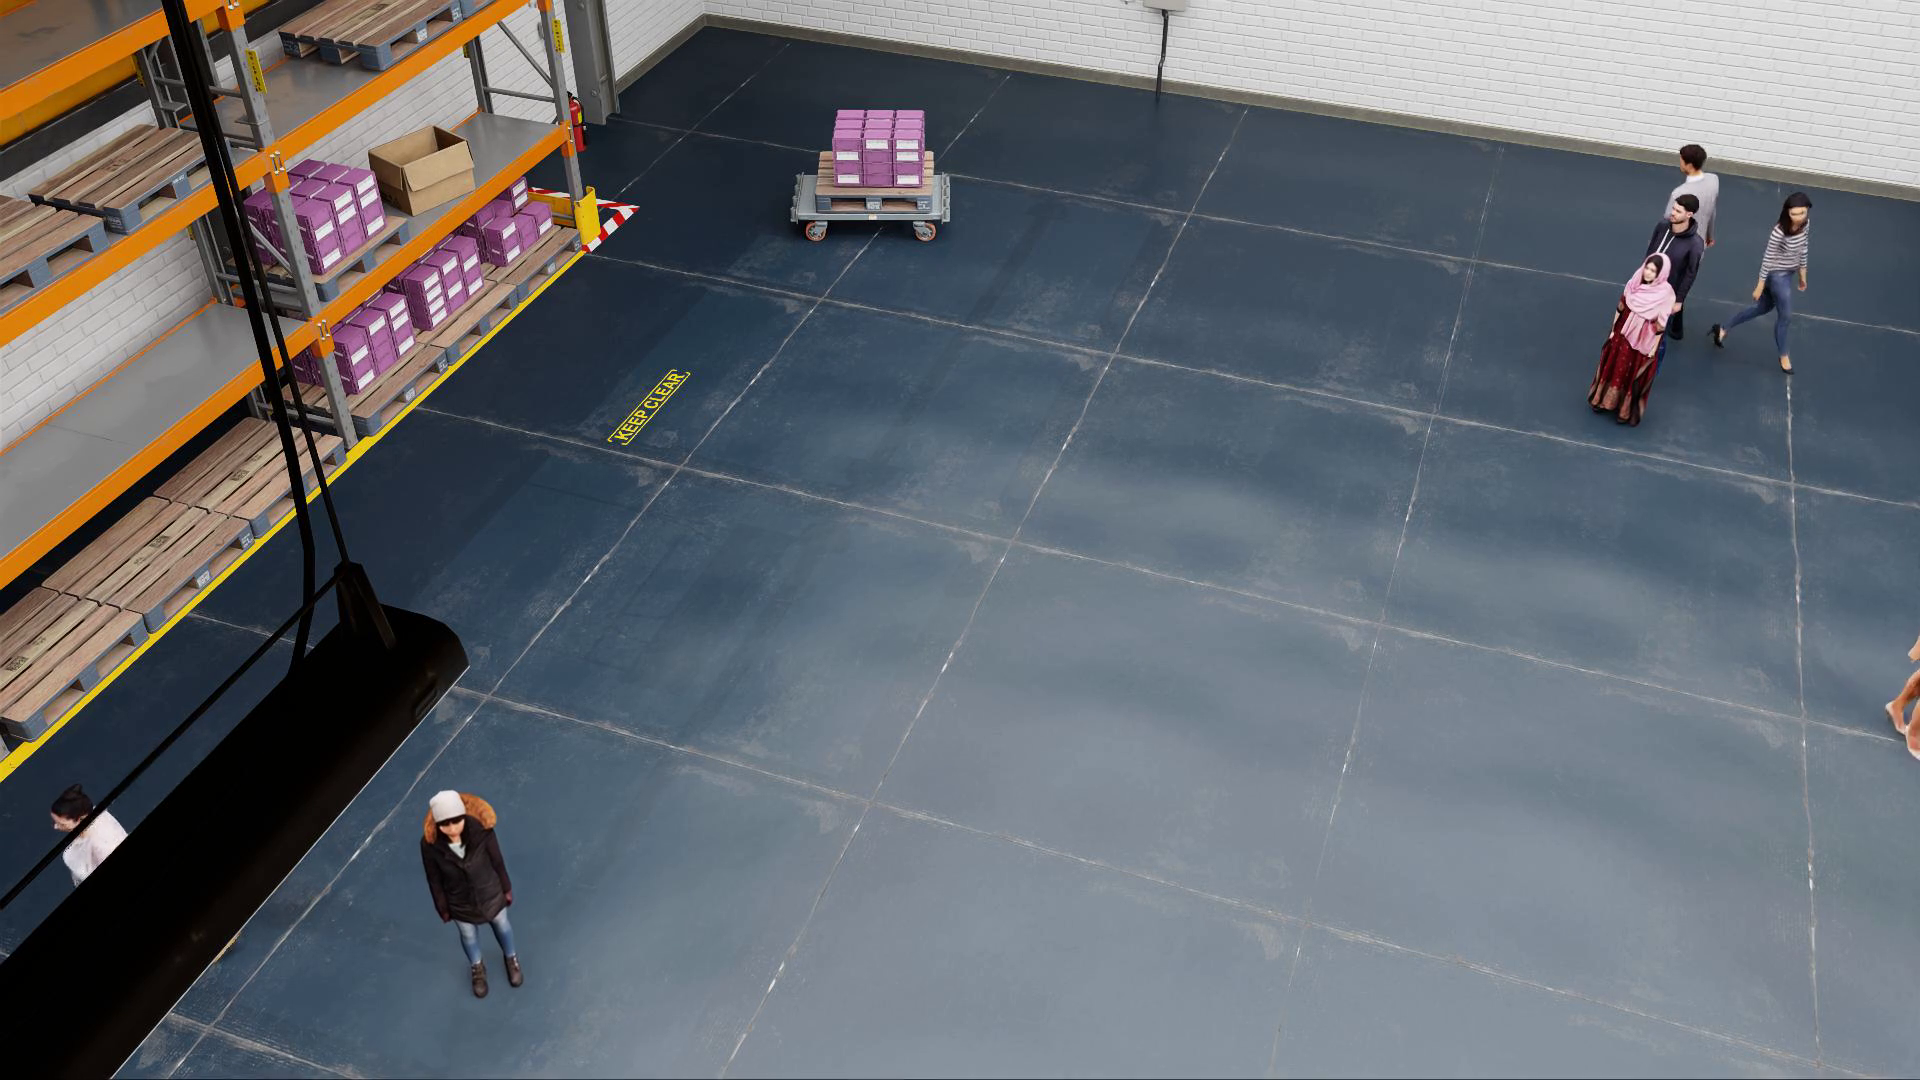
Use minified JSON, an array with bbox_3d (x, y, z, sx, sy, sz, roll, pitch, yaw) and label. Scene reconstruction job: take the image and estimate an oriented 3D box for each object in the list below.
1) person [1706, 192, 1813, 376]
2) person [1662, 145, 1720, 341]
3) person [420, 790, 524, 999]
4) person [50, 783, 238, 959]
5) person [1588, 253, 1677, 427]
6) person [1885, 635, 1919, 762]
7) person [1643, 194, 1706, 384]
[{"bbox_3d":[7.292,-2.338,15.006,0.952,1.732,1.080,30,48,32],"label":"person"},{"bbox_3d":[6.741,-2.689,15.325,1.118,1.882,1.155,-20,43,-23],"label":"person"},{"bbox_3d":[-2.819,2.016,9.633,0.718,1.633,0.777,-16,41,-19],"label":"person"},{"bbox_3d":[-4.736,1.989,9.612,0.961,1.701,1.210,31,48,33],"label":"person"},{"bbox_3d":[5.846,-1.763,14.365,0.784,1.633,0.781,-28,46,-30],"label":"person"},{"bbox_3d":[6.625,0.645,11.263,0.810,1.740,0.872,-14,41,-17],"label":"person"},{"bbox_3d":[6.216,-2.210,14.715,0.807,1.894,0.748,-16,41,-20],"label":"person"}]
